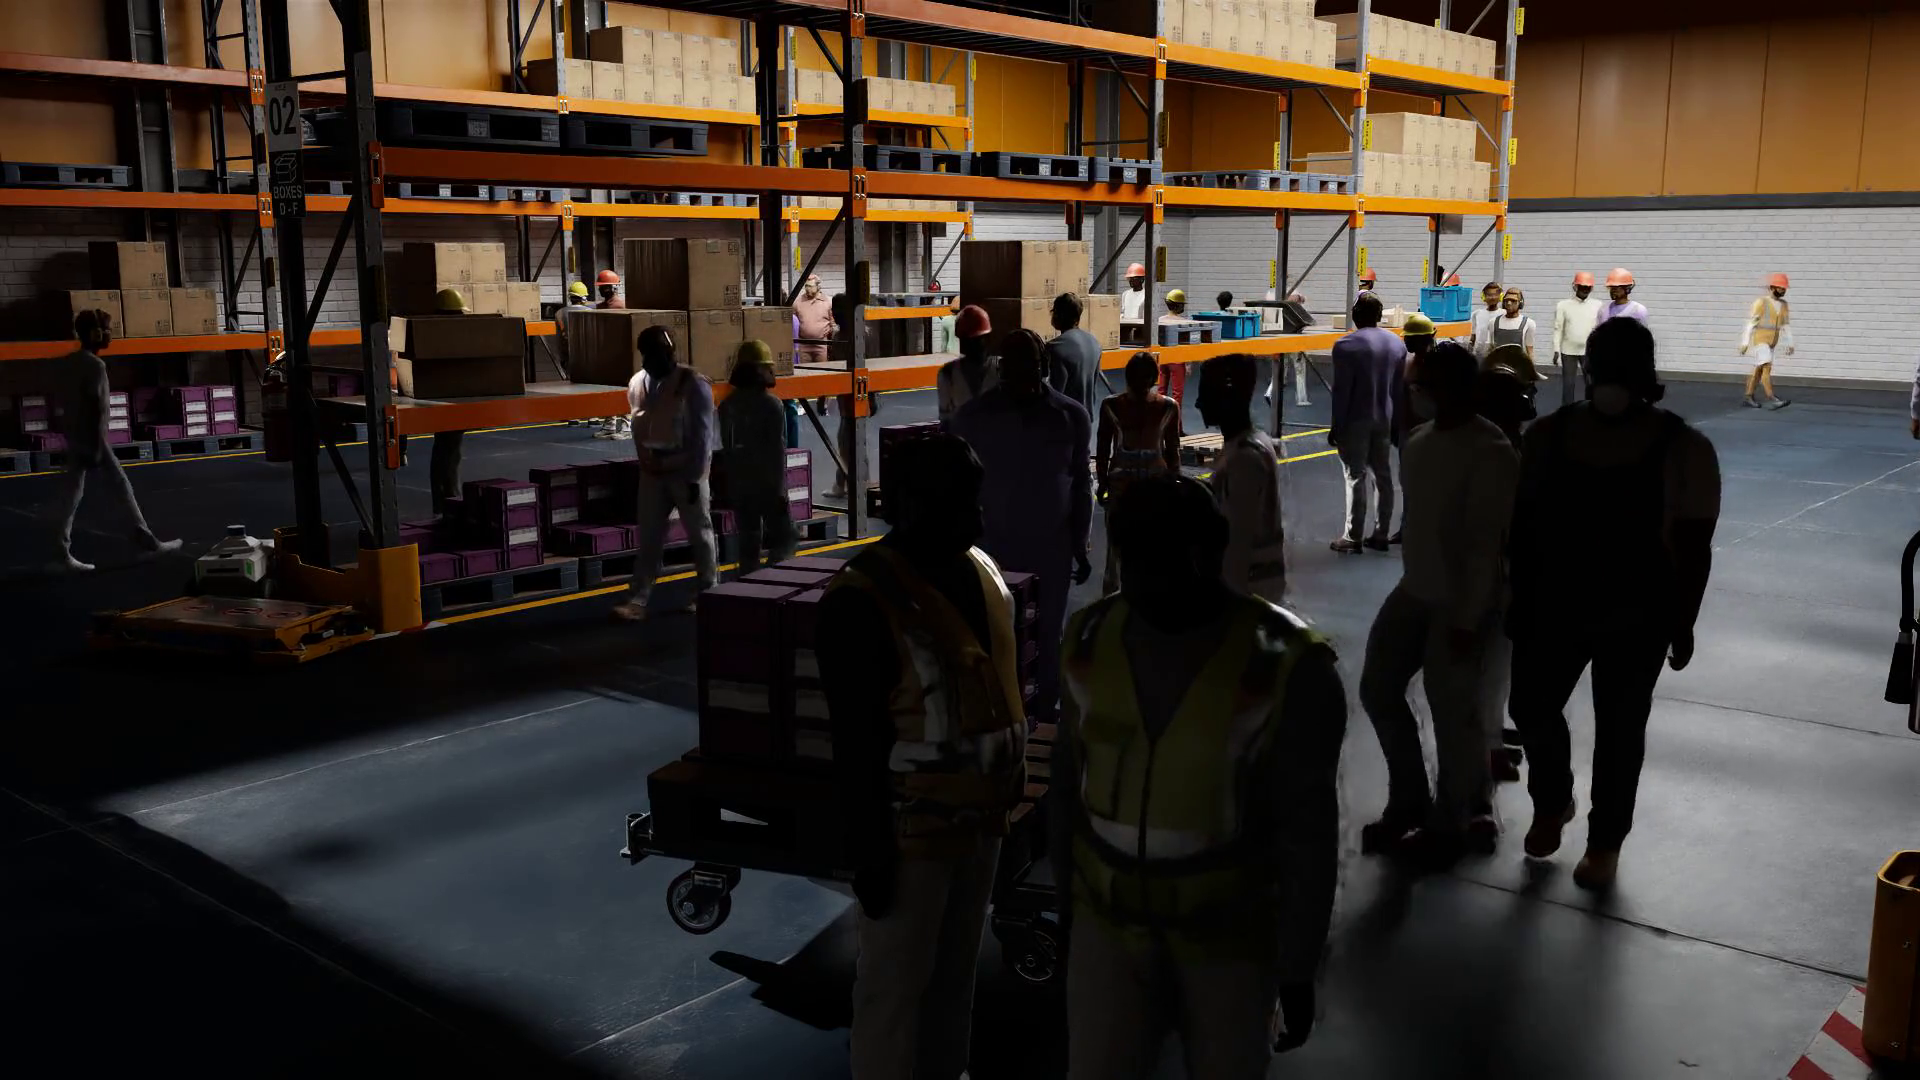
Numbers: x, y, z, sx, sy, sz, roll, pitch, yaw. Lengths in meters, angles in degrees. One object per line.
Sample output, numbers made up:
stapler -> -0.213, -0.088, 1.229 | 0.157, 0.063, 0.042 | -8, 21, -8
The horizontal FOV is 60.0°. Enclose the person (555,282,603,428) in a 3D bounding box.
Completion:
person -> -4.772, -2.321, 20.913 | 0.592, 1.833, 0.404 | 2, 10, 11

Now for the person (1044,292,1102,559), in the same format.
person -> 0.785, -0.829, 12.120 | 0.372, 1.940, 0.630 | 7, 12, 34

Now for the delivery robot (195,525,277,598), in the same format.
delivery robot -> -4.425, 0.152, 10.203 | 0.477, 0.478, 0.707 | -2, 10, -9

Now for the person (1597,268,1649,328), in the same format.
person -> 6.978, -1.855, 17.699 | 0.409, 2.030, 0.610 | -6, 12, -30

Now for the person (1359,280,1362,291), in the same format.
person -> 6.986, -3.766, 29.331 | 0.329, 1.767, 0.529 | 2, 10, 9

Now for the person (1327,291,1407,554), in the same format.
person -> 2.996, -0.864, 12.316 | 0.629, 1.939, 0.371 | -4, 11, -23

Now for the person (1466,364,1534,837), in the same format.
person -> 2.152, 0.197, 6.661 | 0.631, 1.823, 1.088 | 1, 10, 5

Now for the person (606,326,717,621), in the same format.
person -> -1.763, -0.383, 10.059 | 0.634, 1.802, 0.860 | 5, 11, 27

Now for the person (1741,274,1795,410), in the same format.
person -> 11.348, -2.756, 23.240 | 0.596, 1.883, 0.966 | -4, 11, -22

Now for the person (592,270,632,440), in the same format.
person -> -4.115, -2.178, 19.641 | 0.621, 1.994, 0.381 | 8, 13, 39

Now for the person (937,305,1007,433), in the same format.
person -> 0.136, -0.545, 10.595 | 0.552, 1.909, 0.813 | 2, 10, 9

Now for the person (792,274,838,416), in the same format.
person -> -1.967, -2.611, 22.378 | 0.643, 1.902, 0.400 | 1, 10, 6

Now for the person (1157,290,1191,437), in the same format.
person -> 2.532, -2.086, 19.772 | 0.531, 1.765, 0.324 | 9, 14, 43

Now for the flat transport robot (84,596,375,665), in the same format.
flat transport robot -> -4.103, 0.490, 9.354 | 1.431, 0.197, 0.652 | 3, 10, 17

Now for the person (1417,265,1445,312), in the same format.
person -> 8.007, -3.638, 28.032 | 0.603, 1.966, 0.367 | 6, 12, 30

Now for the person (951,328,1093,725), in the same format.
person -> 0.273, 0.026, 7.344 | 0.651, 1.907, 0.409 | -1, 10, -7

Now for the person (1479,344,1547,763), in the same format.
person -> 2.398, 0.051, 7.396 | 0.404, 1.836, 0.600 | 4, 11, 22

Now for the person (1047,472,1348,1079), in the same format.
person -> 0.424, 0.780, 3.300 | 0.665, 1.817, 0.617 | 5, 11, 27

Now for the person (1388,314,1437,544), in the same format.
person -> 3.413, -0.804, 12.467 | 0.326, 1.767, 0.533 | -4, 11, -21

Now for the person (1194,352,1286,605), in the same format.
person -> 1.135, 0.210, 6.400 | 0.527, 1.866, 0.593 | 2, 10, 9

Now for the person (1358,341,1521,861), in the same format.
person -> 1.708, 0.241, 6.060 | 0.506, 1.920, 0.646 | -4, 11, -21

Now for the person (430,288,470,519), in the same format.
person -> -4.175, -1.087, 13.622 | 0.388, 1.926, 0.590 | -7, 12, -36

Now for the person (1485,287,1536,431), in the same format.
person -> 5.740, -1.716, 17.434 | 0.508, 1.847, 0.345 | 6, 12, 32

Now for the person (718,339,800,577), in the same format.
person -> -1.178, -0.299, 9.686 | 0.505, 1.721, 0.369 | 7, 12, 33

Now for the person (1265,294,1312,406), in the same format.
person -> 4.680, -2.692, 23.660 | 0.789, 1.612, 0.512 | -8, 12, -37

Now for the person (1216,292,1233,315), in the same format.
person -> 3.635, -2.544, 22.686 | 0.538, 1.660, 0.847 | 6, 12, 30

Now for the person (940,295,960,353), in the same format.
person -> -0.016, -2.421, 22.049 | 0.507, 1.631, 0.266 | 5, 11, 25

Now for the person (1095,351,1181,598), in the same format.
person -> 1.073, -0.318, 10.052 | 0.514, 1.643, 0.311 | 1, 10, 3

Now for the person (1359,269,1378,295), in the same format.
person -> 6.204, -3.173, 25.469 | 0.356, 1.938, 0.543 | -7, 12, -35

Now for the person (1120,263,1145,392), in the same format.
person -> 2.429, -2.795, 23.015 | 0.370, 2.044, 0.608 | -9, 14, -43

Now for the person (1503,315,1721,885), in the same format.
person -> 2.270, 0.213, 5.894 | 0.704, 2.000, 0.535 | 7, 12, 33

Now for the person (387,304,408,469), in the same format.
person -> -5.848, -1.568, 17.014 | 0.318, 1.697, 0.535 | 0, 10, 2

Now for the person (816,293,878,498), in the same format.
person -> -1.101, -1.296, 15.043 | 0.569, 1.837, 0.816 | 9, 14, 42

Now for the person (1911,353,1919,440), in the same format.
person -> 7.607, -0.914, 12.660 | 0.632, 1.908, 0.800 | 5, 11, 27

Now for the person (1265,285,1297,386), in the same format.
person -> 5.129, -3.399, 26.904 | 0.649, 1.883, 0.660 | -6, 12, -32

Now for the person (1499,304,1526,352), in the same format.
person -> 6.463, -2.015, 19.790 | 0.521, 1.609, 0.754 | 2, 10, 13

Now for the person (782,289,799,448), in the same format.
person -> -1.897, -1.765, 17.709 | 0.373, 1.843, 0.570 | 5, 11, 27

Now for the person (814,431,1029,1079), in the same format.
person -> -0.056, 0.663, 3.899 | 0.429, 1.844, 0.627 | 6, 12, 31

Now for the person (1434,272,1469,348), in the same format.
person -> 6.701, -2.697, 22.790 | 0.544, 1.932, 0.386 | 8, 13, 40

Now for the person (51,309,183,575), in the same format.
person -> -6.032, -0.695, 11.693 | 0.520, 1.822, 0.934 | 6, 12, 31

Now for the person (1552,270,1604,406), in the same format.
person -> 7.579, -2.305, 20.380 | 0.640, 1.989, 0.444 | 2, 10, 11

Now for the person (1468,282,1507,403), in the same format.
person -> 6.085, -2.010, 19.077 | 0.576, 1.871, 0.428 | 6, 12, 32
